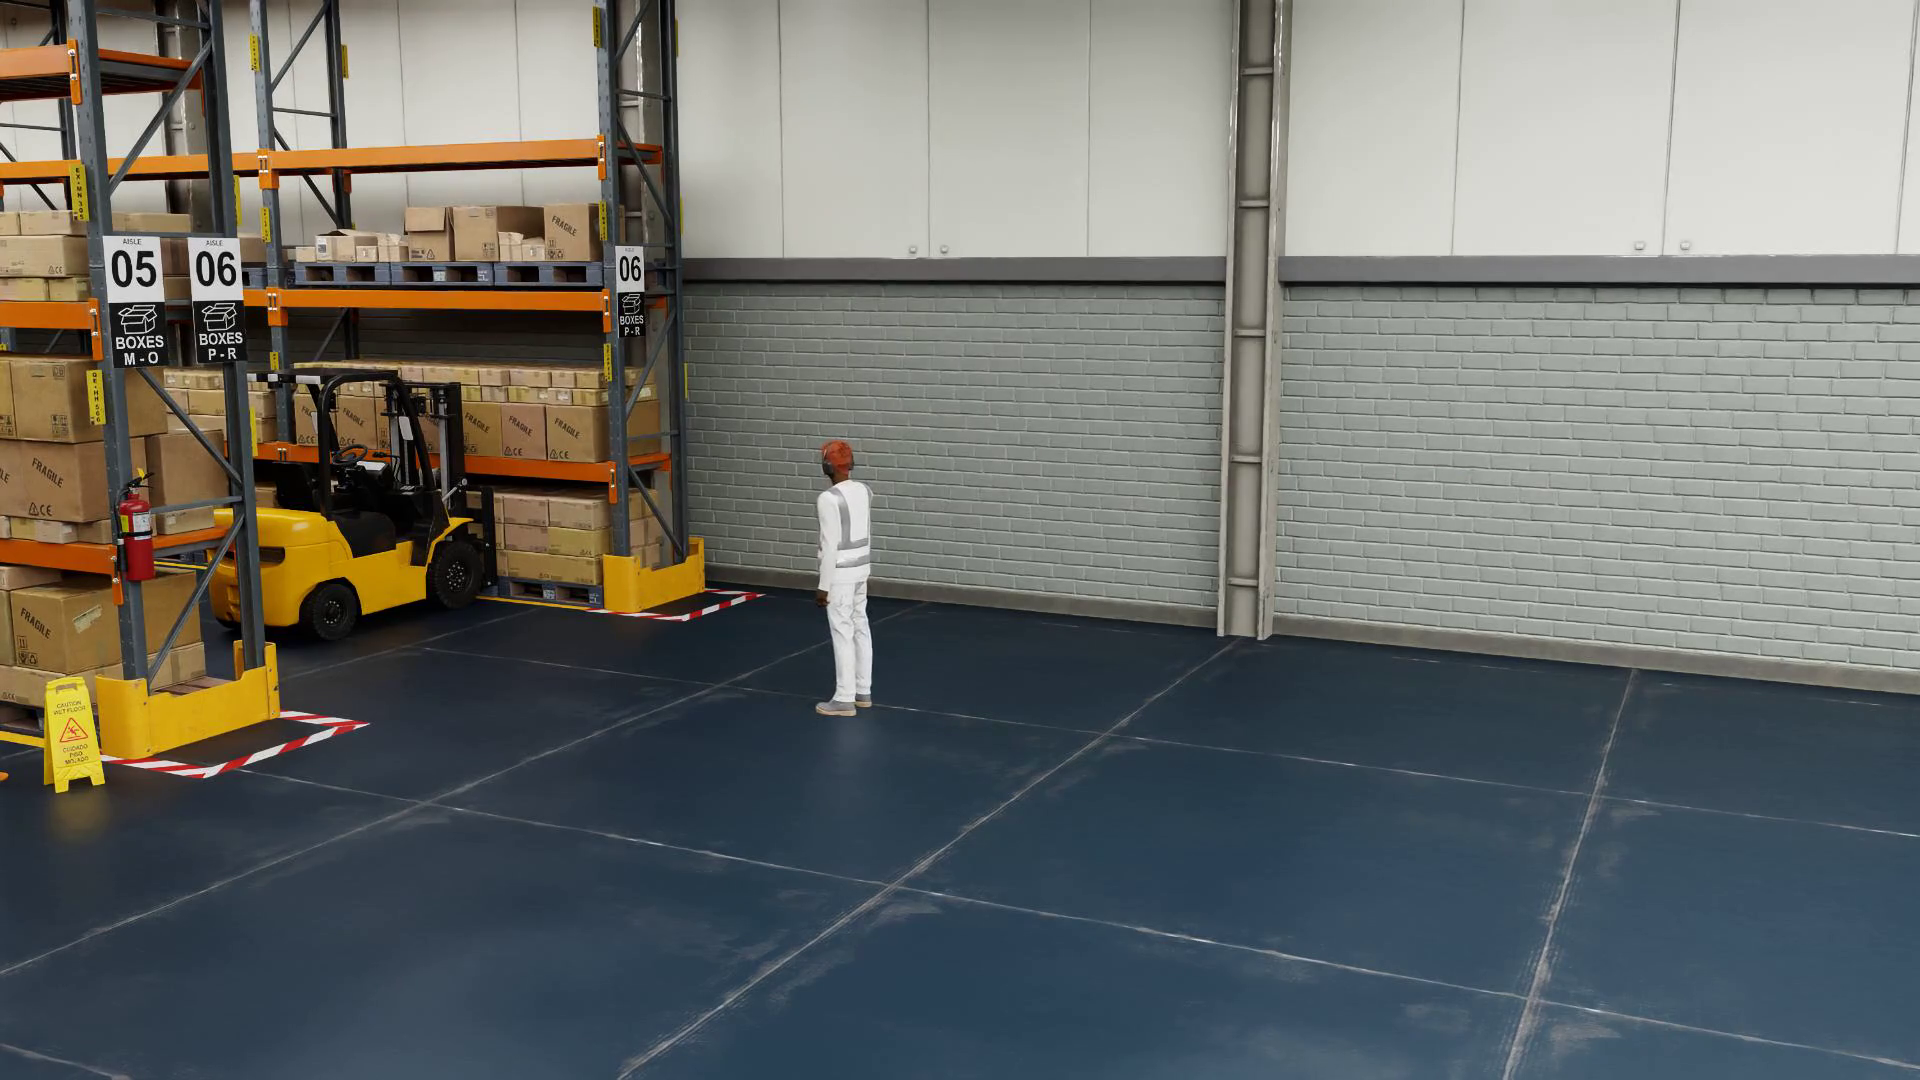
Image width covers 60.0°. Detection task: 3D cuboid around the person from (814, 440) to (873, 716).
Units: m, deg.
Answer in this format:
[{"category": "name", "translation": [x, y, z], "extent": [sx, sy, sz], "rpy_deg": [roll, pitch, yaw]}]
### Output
[{"category": "person", "translation": [-0.796, 0.258, 11.329], "extent": [0.357, 1.881, 0.574], "rpy_deg": [5, 10, 27]}]
